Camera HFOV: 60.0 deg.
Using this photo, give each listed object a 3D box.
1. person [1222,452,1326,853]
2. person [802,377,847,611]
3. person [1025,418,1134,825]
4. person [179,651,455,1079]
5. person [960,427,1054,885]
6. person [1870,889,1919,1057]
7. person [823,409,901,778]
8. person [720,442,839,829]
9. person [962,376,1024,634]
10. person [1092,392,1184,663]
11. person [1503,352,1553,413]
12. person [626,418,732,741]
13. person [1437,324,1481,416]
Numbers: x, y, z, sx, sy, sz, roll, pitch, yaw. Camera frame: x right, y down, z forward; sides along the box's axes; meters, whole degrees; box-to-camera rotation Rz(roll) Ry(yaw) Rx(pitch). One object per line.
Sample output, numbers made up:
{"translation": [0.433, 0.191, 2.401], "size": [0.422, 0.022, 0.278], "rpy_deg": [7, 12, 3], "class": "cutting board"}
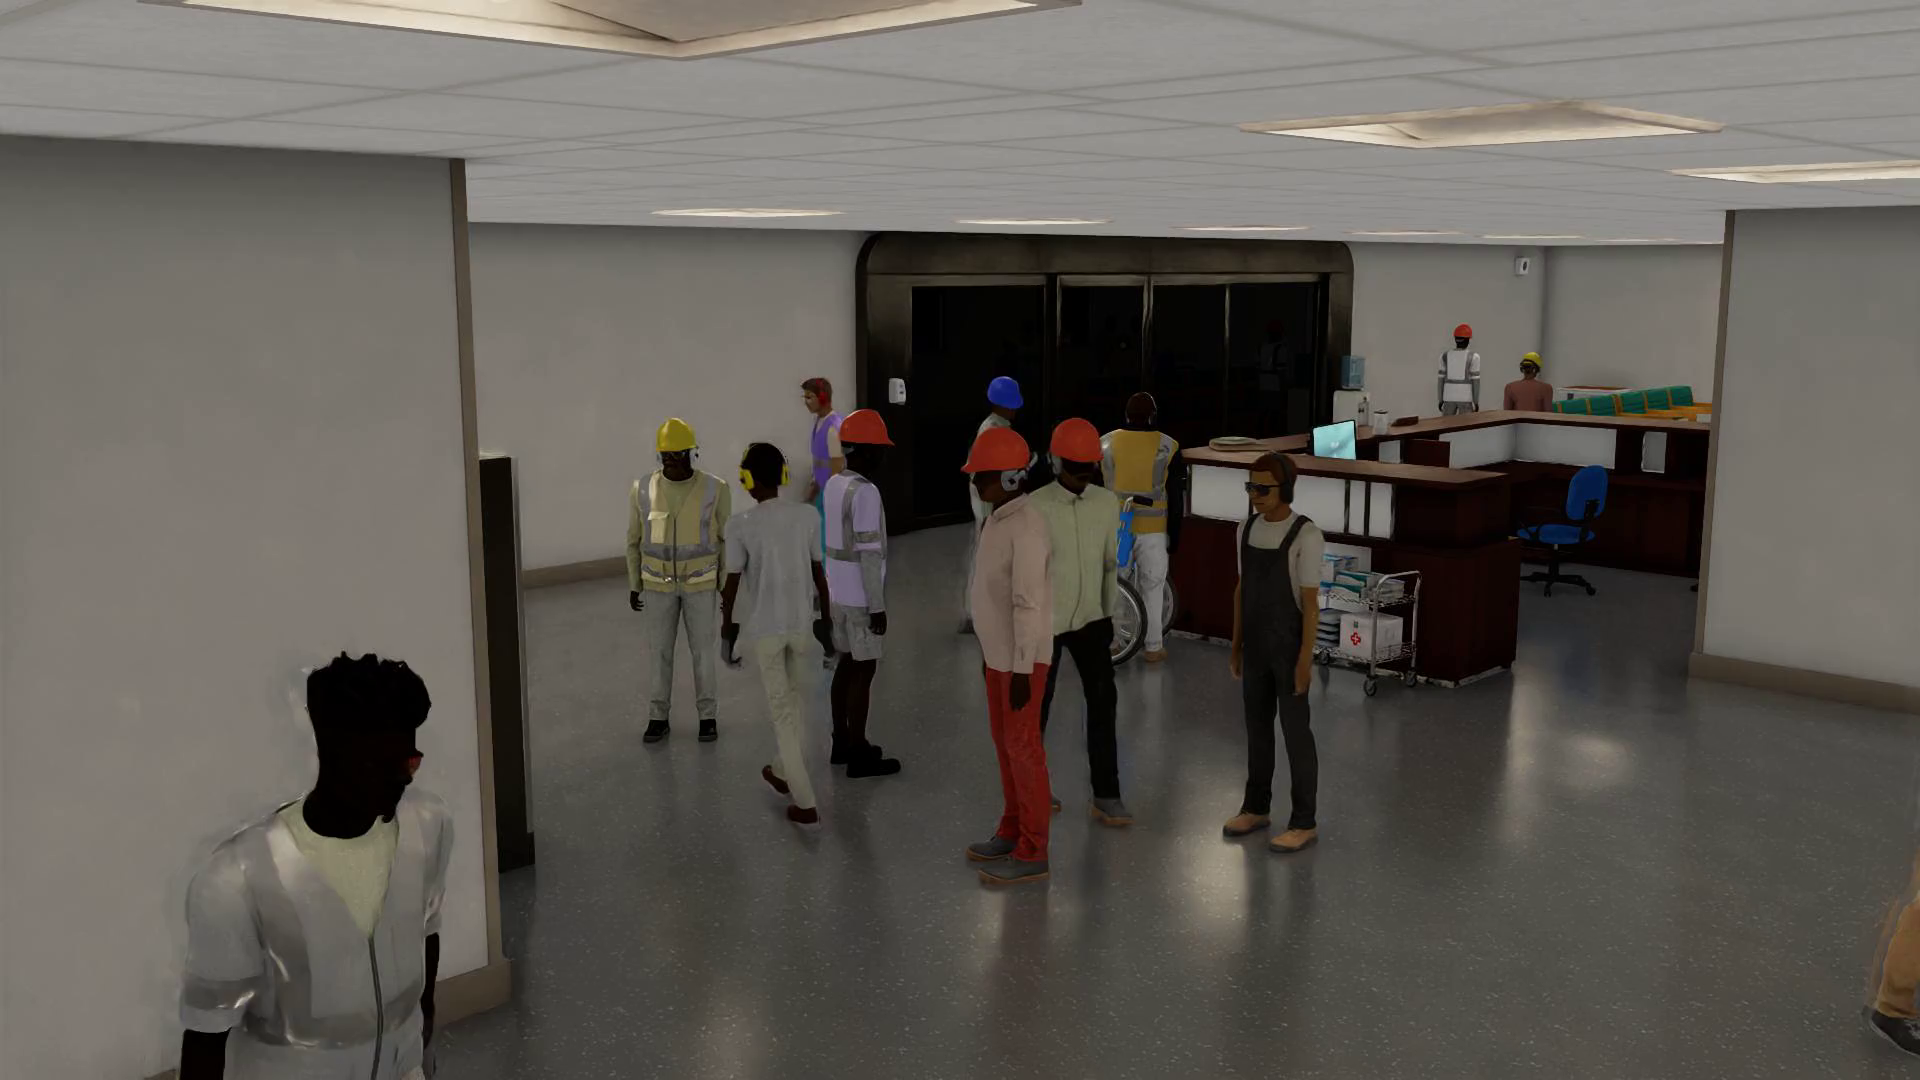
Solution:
{"translation": [1.446, 0.506, 7.641], "size": [0.342, 1.837, 0.503], "rpy_deg": [-7, 12, -36], "class": "person"}
{"translation": [-0.998, -0.359, 12.972], "size": [0.486, 1.821, 0.615], "rpy_deg": [-3, 10, -16], "class": "person"}
{"translation": [0.563, 0.397, 7.929], "size": [0.632, 1.953, 0.862], "rpy_deg": [-5, 10, -27], "class": "person"}
{"translation": [-1.365, 1.154, 3.541], "size": [1.084, 1.891, 0.682], "rpy_deg": [7, 12, 38], "class": "person"}
{"translation": [0.200, 0.498, 7.237], "size": [0.410, 1.986, 0.609], "rpy_deg": [-3, 10, -15], "class": "person"}
{"translation": [3.394, 0.943, 5.349], "size": [0.583, 1.704, 0.896], "rpy_deg": [-3, 10, -18], "class": "person"}
{"translation": [-0.517, 0.278, 8.764], "size": [0.378, 1.931, 0.546], "rpy_deg": [-4, 10, -25], "class": "person"}
{"translation": [-0.918, 0.436, 8.076], "size": [0.536, 1.827, 0.889], "rpy_deg": [-5, 11, -30], "class": "person"}
{"translation": [0.384, -0.234, 11.984], "size": [0.796, 1.893, 0.594], "rpy_deg": [-1, 9, -5], "class": "person"}
{"translation": [1.200, -0.079, 11.244], "size": [0.630, 1.835, 0.429], "rpy_deg": [2, 10, 14], "class": "person"}
{"translation": [6.172, -1.161, 18.103], "size": [0.526, 1.758, 0.341], "rpy_deg": [5, 11, 30], "class": "person"}
{"translation": [-1.574, 0.228, 9.346], "size": [0.600, 1.831, 0.404], "rpy_deg": [0, 9, -1], "class": "person"}
{"translation": [6.559, -1.864, 21.855], "size": [0.552, 1.935, 0.374], "rpy_deg": [6, 11, 33], "class": "person"}
